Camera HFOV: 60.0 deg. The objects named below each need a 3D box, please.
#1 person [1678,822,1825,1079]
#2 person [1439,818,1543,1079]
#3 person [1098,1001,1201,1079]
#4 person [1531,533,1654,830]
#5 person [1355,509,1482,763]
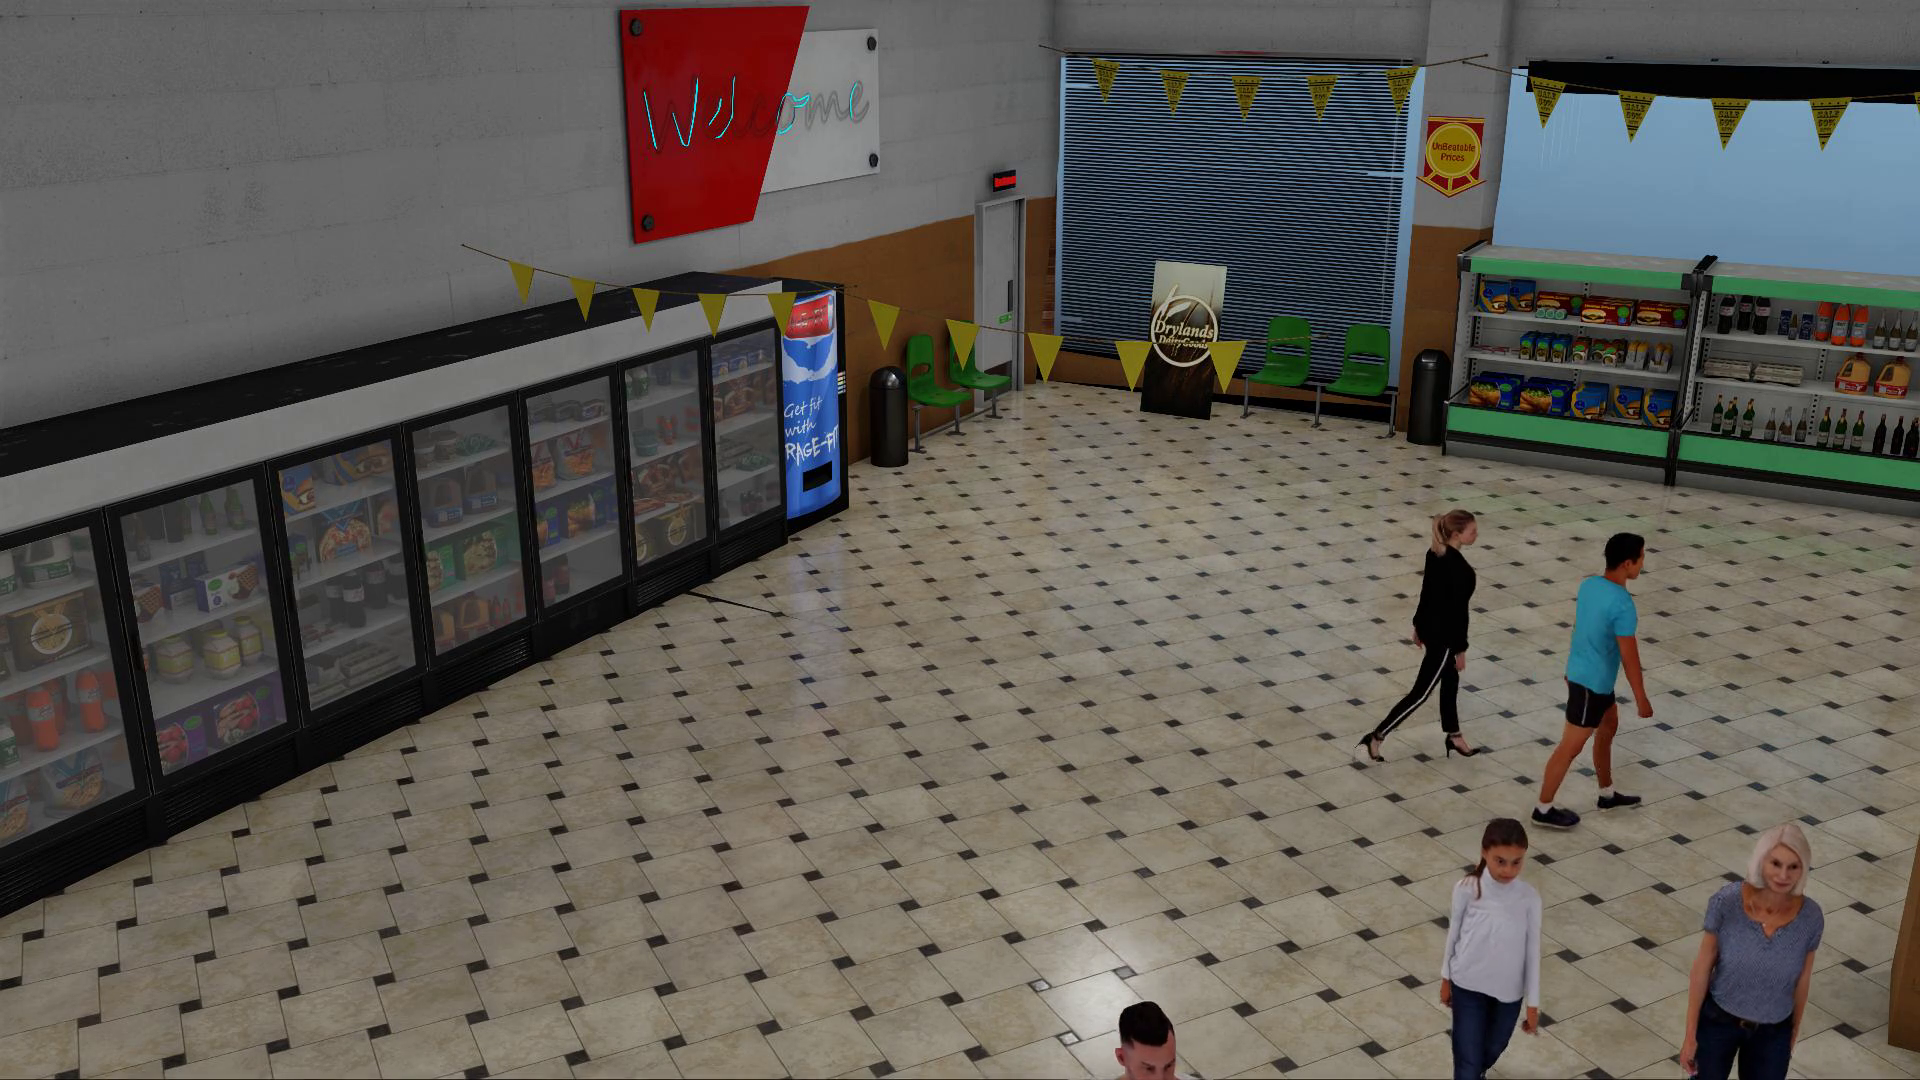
[{"bbox_3d":[3.016,1.849,6.468,1.059,1.677,0.756,7,20,20],"label":"person"},{"bbox_3d":[2.171,1.804,6.841,1.043,1.525,0.822,3,19,9],"label":"person"},{"bbox_3d":[0.531,2.188,5.237,1.020,1.821,1.049,-3,19,-8],"label":"person"},{"bbox_3d":[3.495,0.815,9.427,1.058,1.746,0.936,1,19,4],"label":"person"},{"bbox_3d":[2.816,0.639,10.075,1.162,1.665,1.067,-4,19,-12],"label":"person"}]
